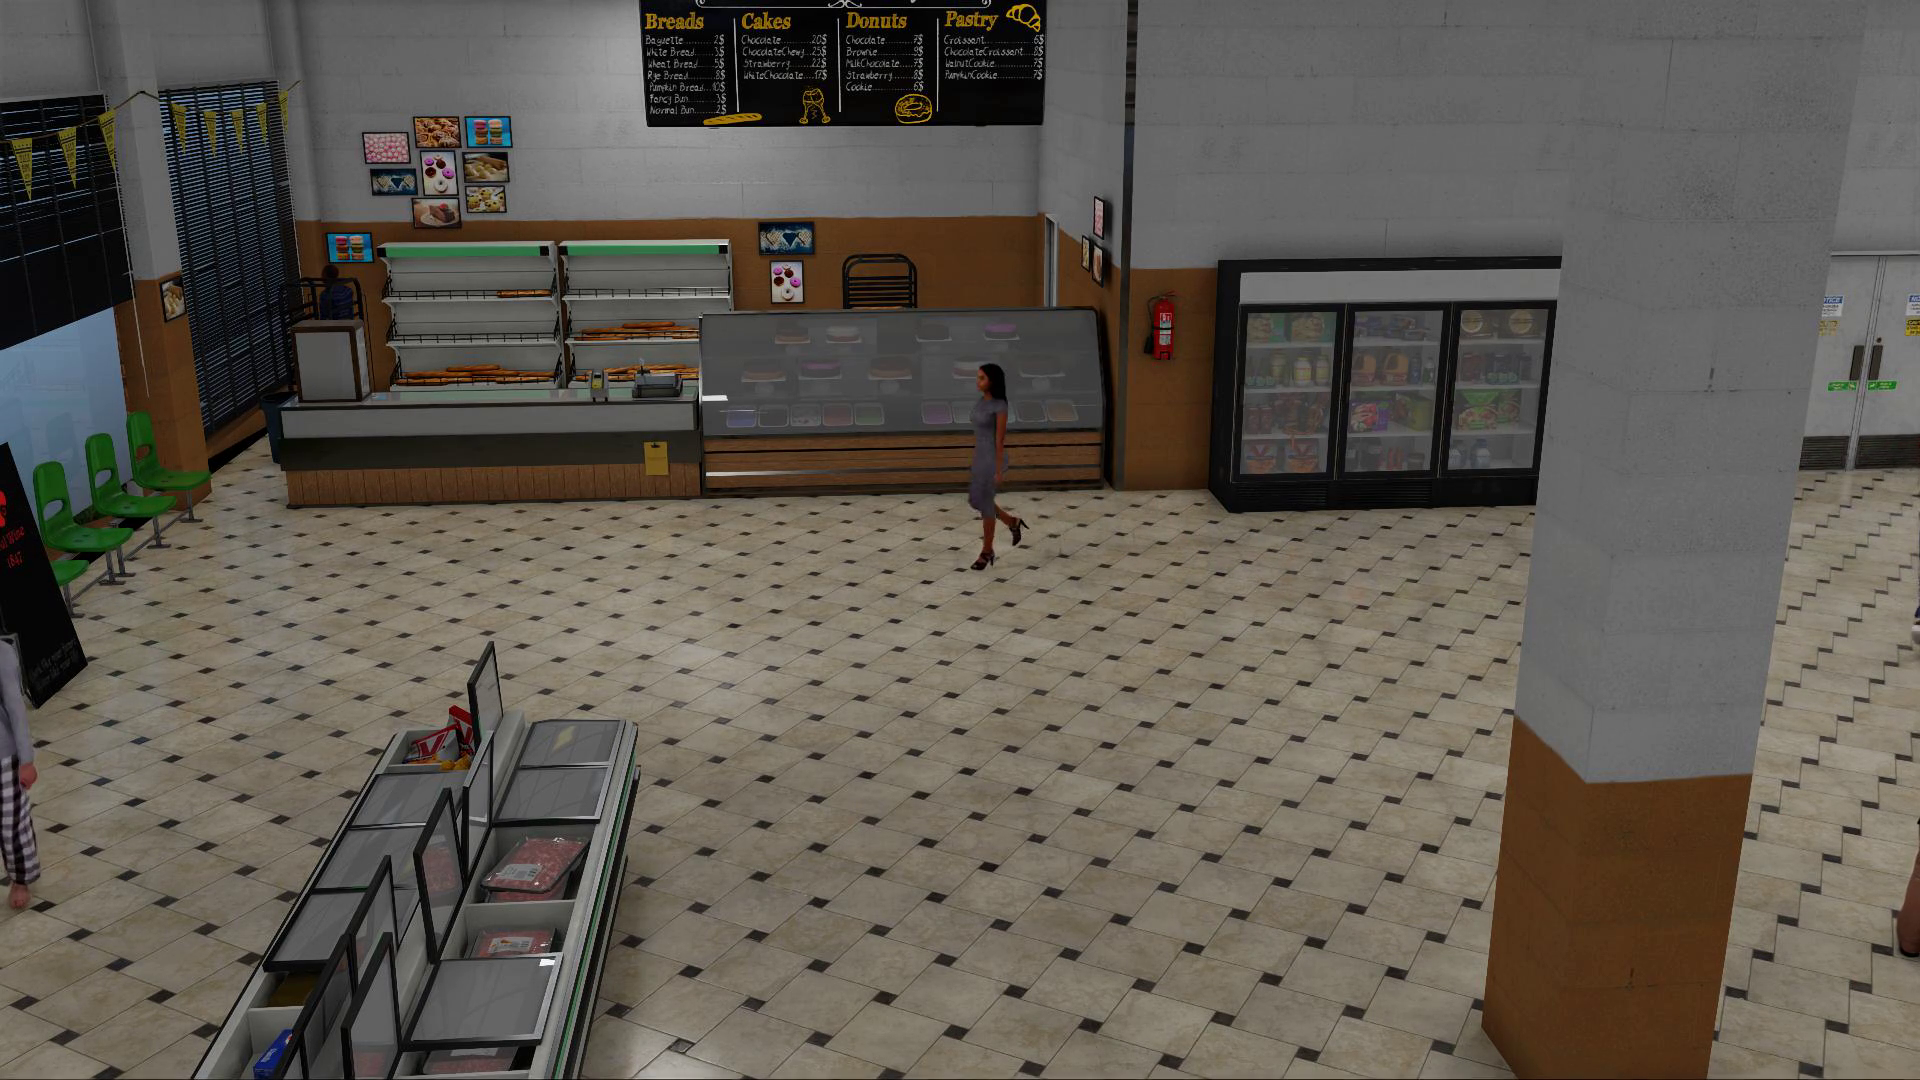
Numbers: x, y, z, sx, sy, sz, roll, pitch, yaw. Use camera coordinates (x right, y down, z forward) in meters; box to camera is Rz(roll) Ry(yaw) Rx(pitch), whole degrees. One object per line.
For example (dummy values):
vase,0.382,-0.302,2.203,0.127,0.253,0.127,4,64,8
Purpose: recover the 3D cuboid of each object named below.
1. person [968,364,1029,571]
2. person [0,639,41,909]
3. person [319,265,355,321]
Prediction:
person,0.333,-0.617,14.091,0.833,1.767,0.852,-9,19,-28
person,-4.948,1.076,8.438,0.811,1.812,1.160,-5,18,-16
person,-7.382,-2.365,19.750,0.828,1.824,0.707,7,18,21
